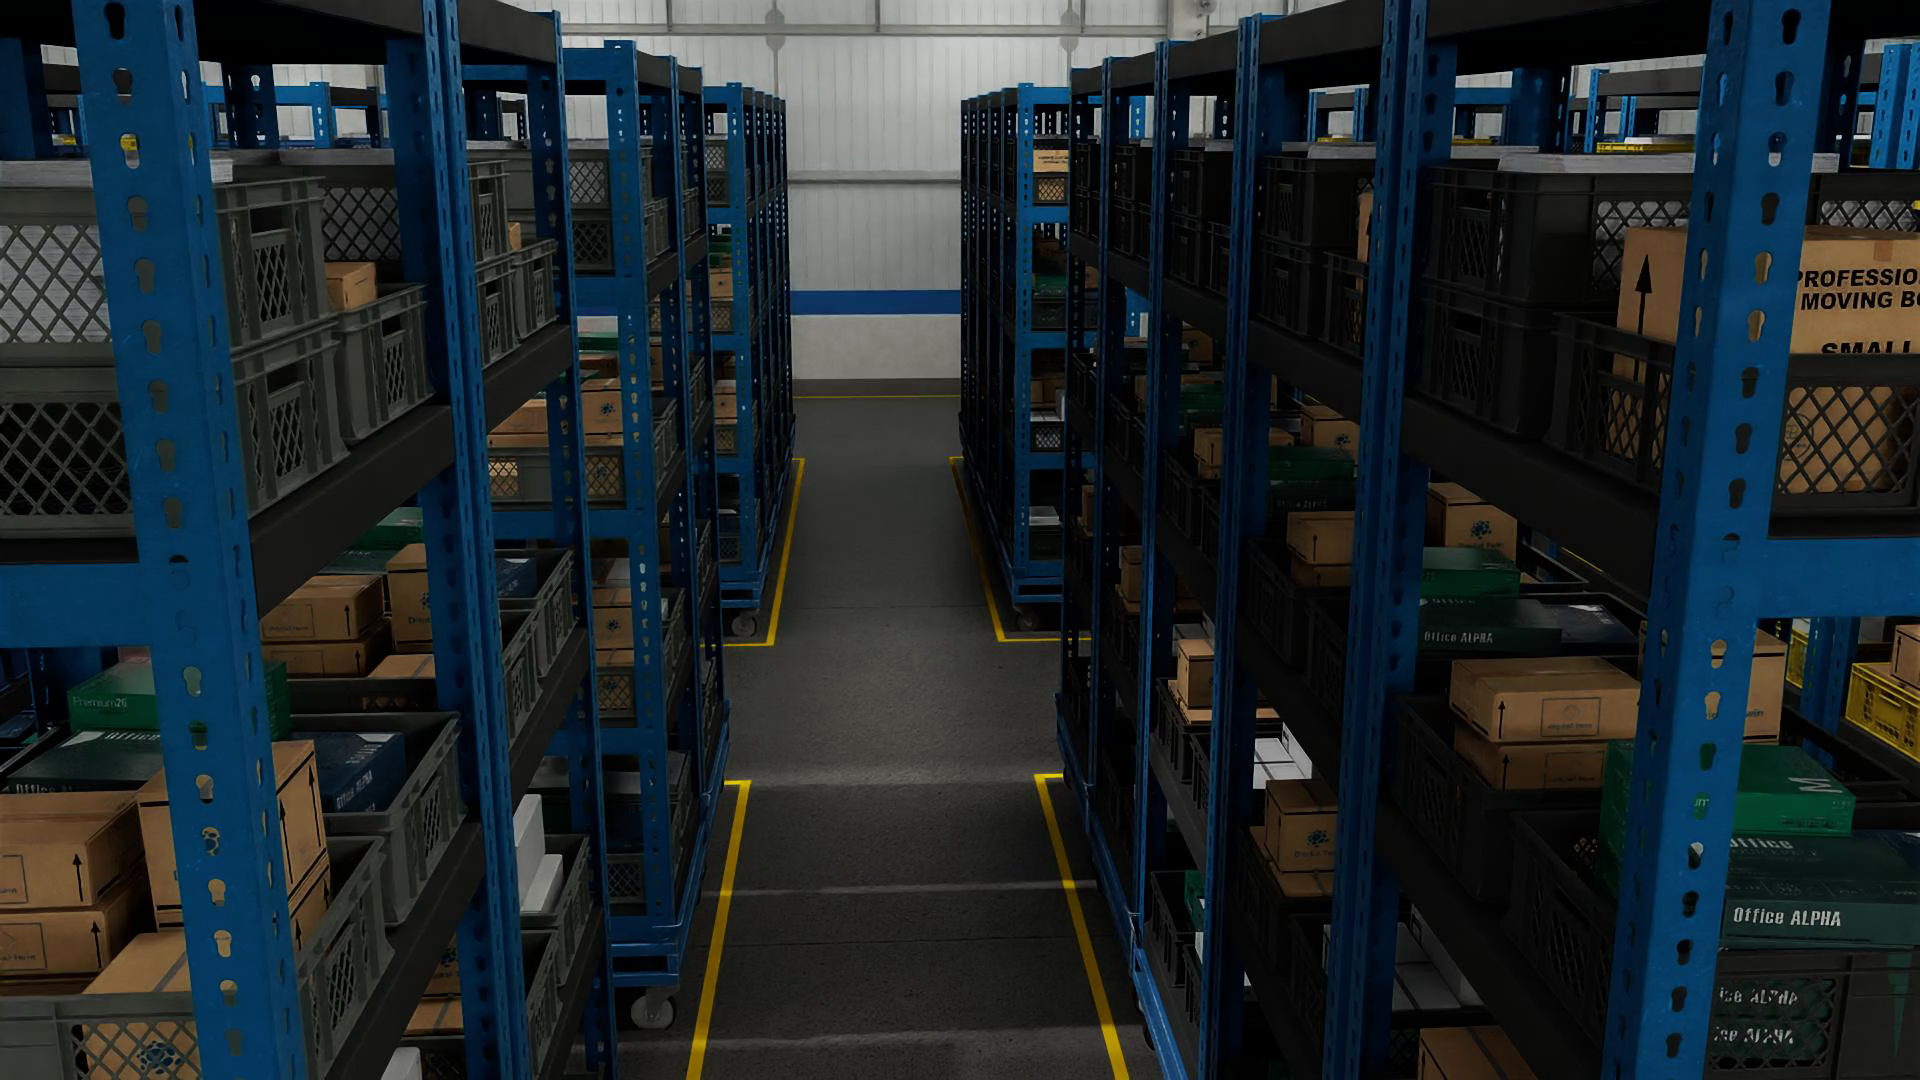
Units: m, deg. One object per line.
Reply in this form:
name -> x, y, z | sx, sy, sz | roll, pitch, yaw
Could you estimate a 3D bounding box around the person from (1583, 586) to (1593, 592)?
person -> 4.524, -0.408, 11.617 | 0.404, 1.835, 0.587 | -1, 14, -6
